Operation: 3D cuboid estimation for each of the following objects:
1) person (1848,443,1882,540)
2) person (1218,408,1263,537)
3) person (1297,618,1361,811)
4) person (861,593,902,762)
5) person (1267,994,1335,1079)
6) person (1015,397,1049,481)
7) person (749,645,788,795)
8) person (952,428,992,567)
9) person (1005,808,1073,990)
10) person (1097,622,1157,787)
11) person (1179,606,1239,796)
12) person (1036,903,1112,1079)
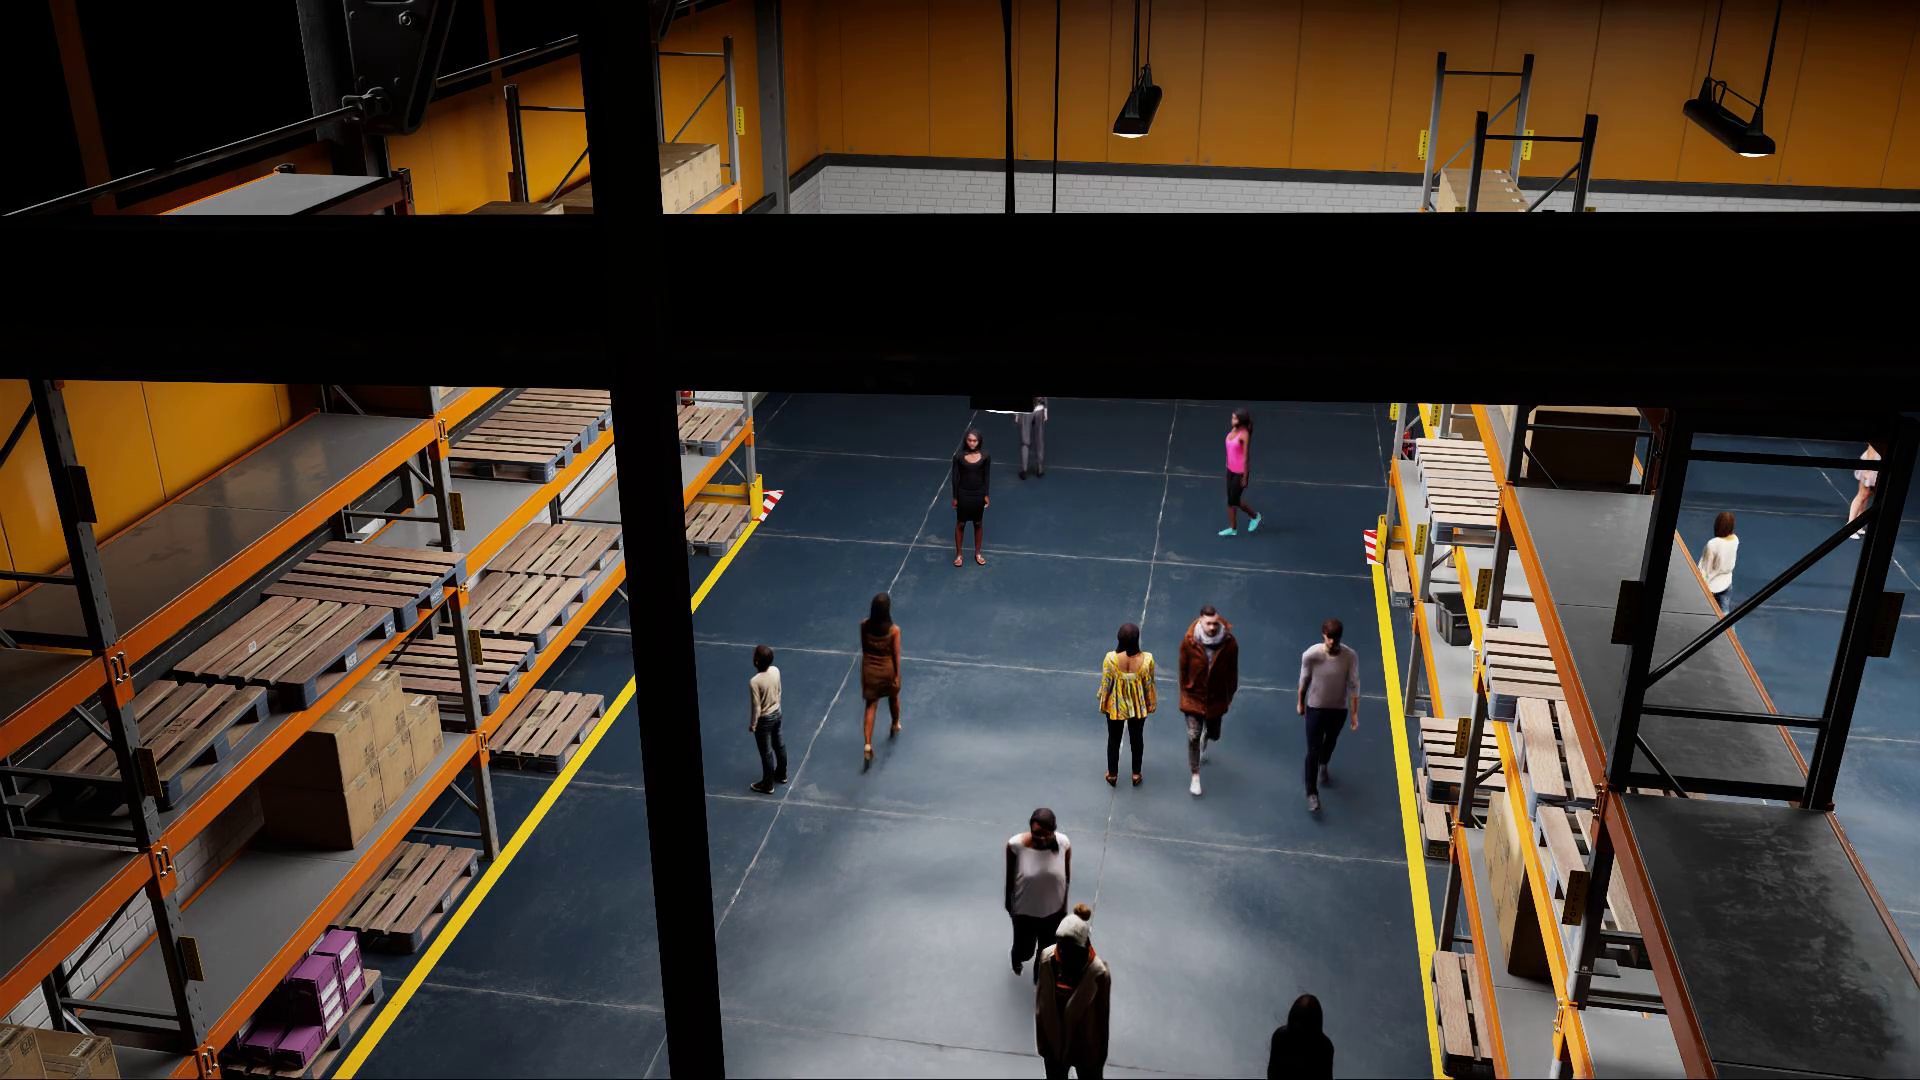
[{"bbox_3d":[11.368,-0.881,20.743,0.681,1.769,0.742,-16,28,-33],"label":"person"},{"bbox_3d":[3.539,-0.848,20.735,0.812,1.714,0.807,-7,25,-16],"label":"person"},{"bbox_3d":[3.364,1.501,15.263,0.789,1.793,1.187,0,24,1],"label":"person"},{"bbox_3d":[-0.796,1.326,15.843,0.564,1.650,1.038,5,24,10],"label":"person"},{"bbox_3d":[2.158,3.575,10.707,0.614,1.642,0.548,8,25,17],"label":"person"},{"bbox_3d":[0.968,-1.690,22.579,0.639,1.780,0.582,-3,24,-6],"label":"person"},{"bbox_3d":[-1.779,1.639,15.359,0.684,1.463,0.556,15,28,30],"label":"person"},{"bbox_3d":[0.131,-0.529,19.997,0.671,1.722,0.616,-3,24,-7],"label":"person"},{"bbox_3d":[0.597,2.717,12.628,0.773,1.675,0.850,-3,24,-6],"label":"person"},{"bbox_3d":[1.540,1.523,15.387,0.773,1.654,0.809,-1,24,-1],"label":"person"},{"bbox_3d":[2.262,1.416,15.429,0.817,1.816,1.068,0,24,1],"label":"person"},{"bbox_3d":[0.775,3.249,11.142,0.773,1.891,0.769,12,26,25],"label":"person"}]
